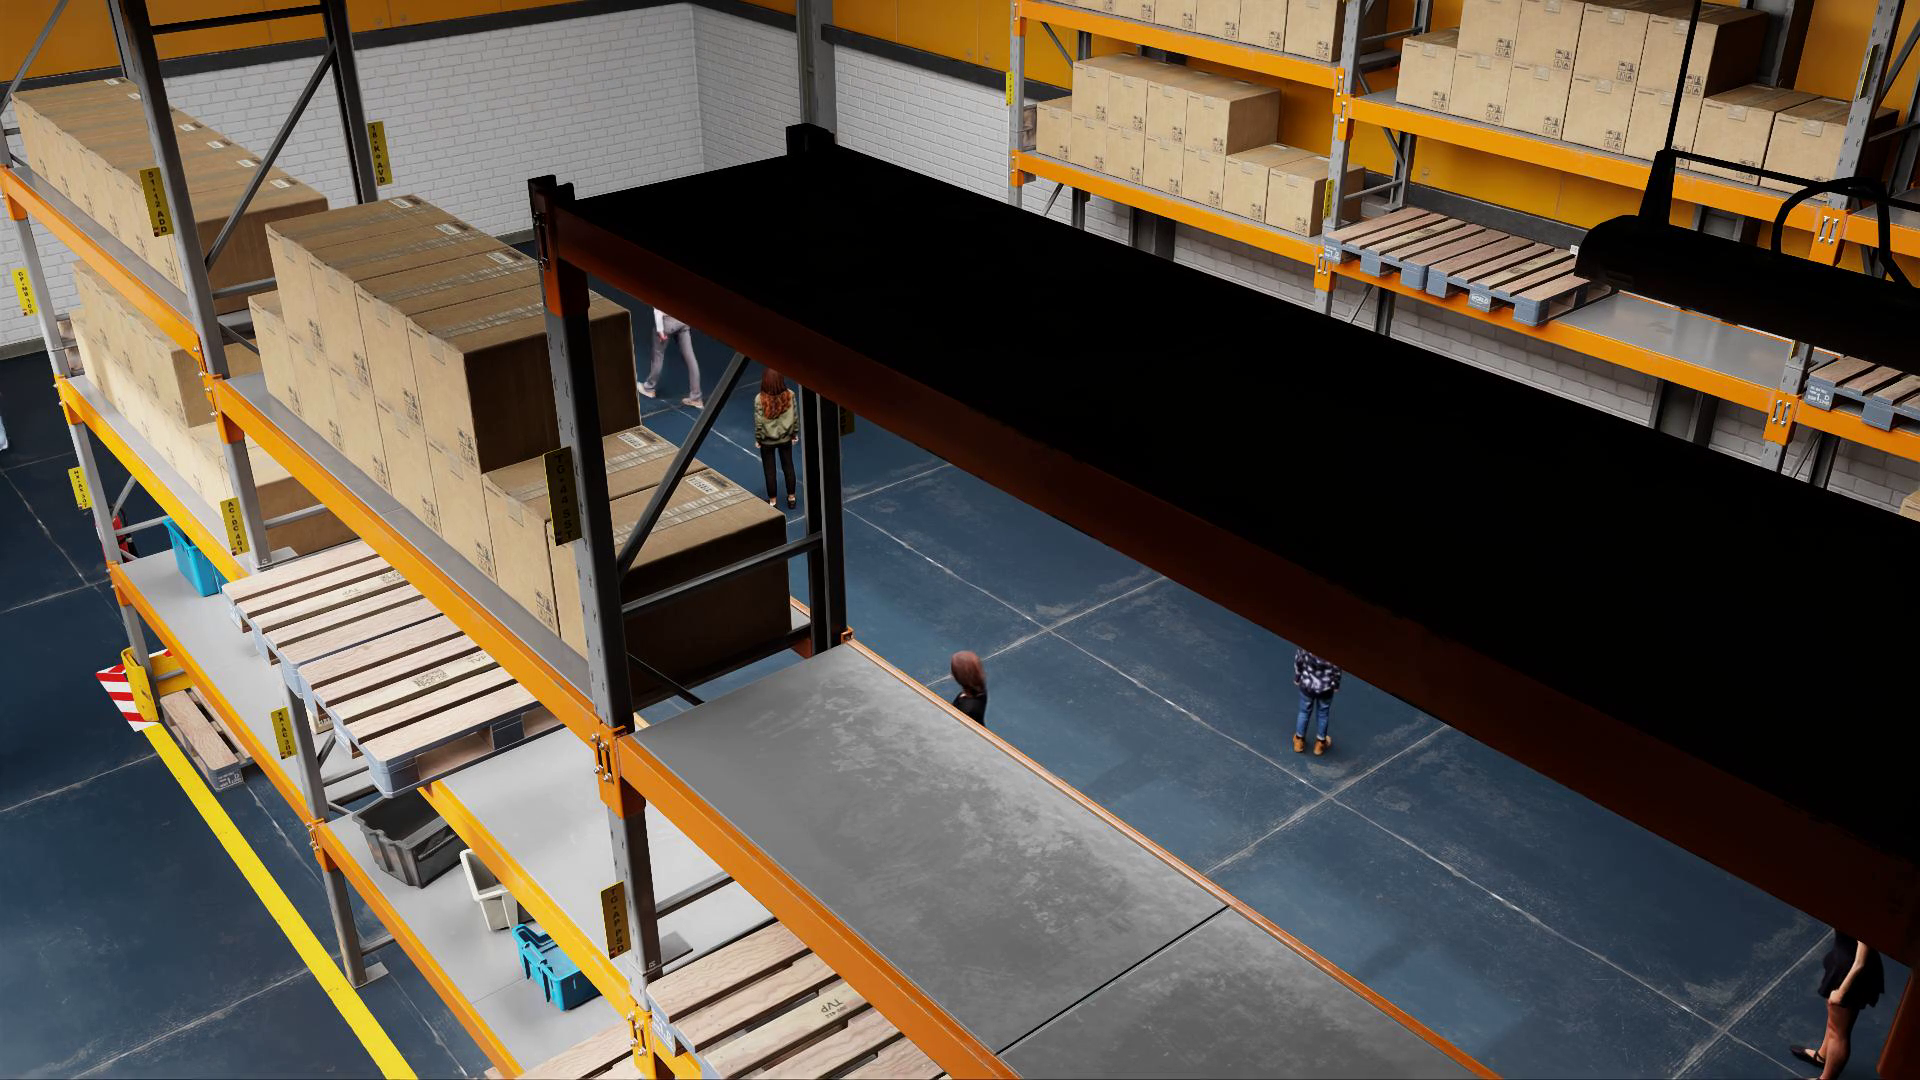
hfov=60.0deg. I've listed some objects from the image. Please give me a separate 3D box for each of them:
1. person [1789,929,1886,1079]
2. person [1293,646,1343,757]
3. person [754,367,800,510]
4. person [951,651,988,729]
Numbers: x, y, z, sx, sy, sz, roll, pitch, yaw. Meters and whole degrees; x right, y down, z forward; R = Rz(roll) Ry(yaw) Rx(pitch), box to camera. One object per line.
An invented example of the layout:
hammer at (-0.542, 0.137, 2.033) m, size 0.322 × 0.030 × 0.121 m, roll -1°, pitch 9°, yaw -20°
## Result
person at (4.980, 2.401, 9.283) m, size 0.674 × 1.673 × 0.656 m, roll 14°, pitch 32°, yaw 24°
person at (2.633, 1.023, 12.251) m, size 0.564 × 1.251 × 0.641 m, roll 10°, pitch 30°, yaw 17°
person at (-1.732, -0.966, 15.662) m, size 0.640 × 1.475 × 0.591 m, roll -12°, pitch 31°, yaw -21°
person at (0.092, 1.462, 10.973) m, size 0.696 × 1.704 × 0.660 m, roll 5°, pitch 29°, yaw 9°
